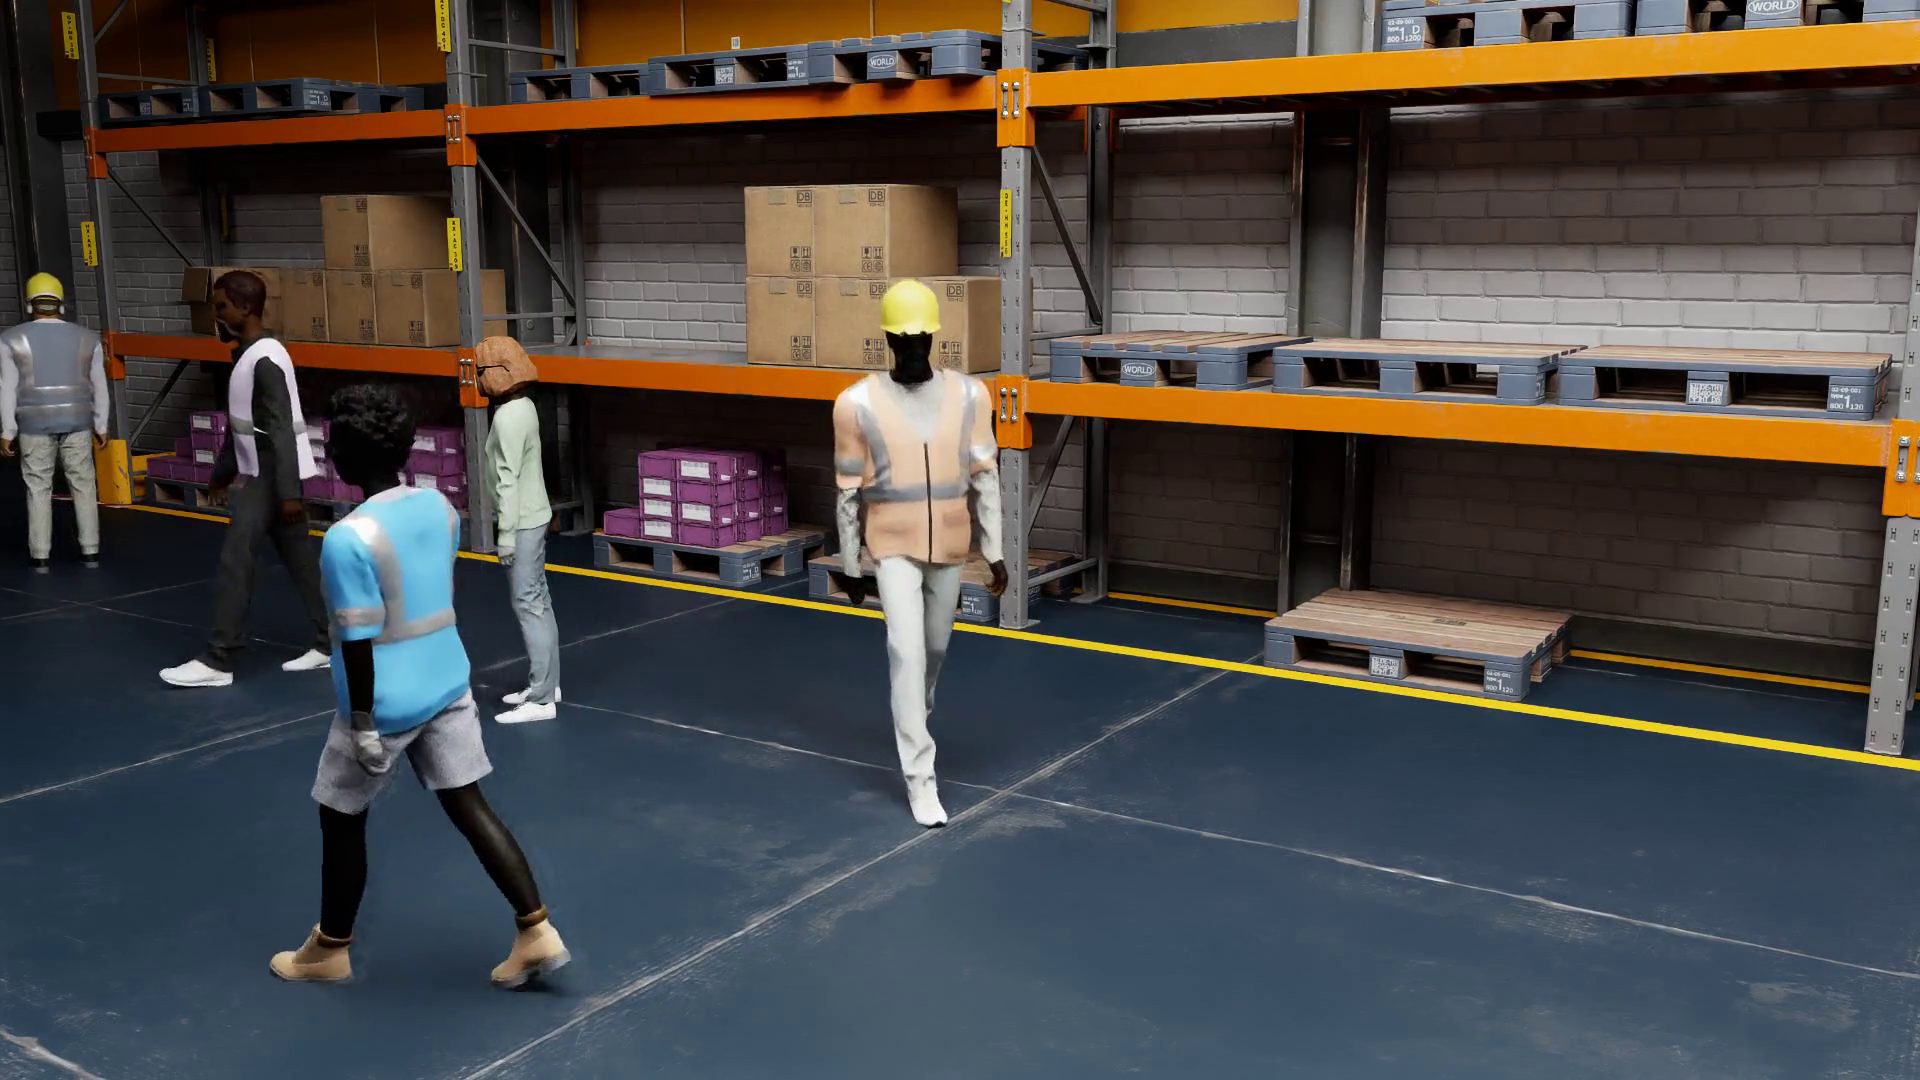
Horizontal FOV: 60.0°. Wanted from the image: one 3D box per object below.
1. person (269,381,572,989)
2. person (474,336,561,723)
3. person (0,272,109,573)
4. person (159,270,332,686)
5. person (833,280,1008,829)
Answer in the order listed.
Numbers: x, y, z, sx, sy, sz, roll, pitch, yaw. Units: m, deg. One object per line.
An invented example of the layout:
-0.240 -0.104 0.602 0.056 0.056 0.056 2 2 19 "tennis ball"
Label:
-1.453 0.409 4.416 0.847 1.662 0.530 3 11 19 "person"
-1.877 -0.046 7.045 0.288 1.626 0.497 -1 10 -8 "person"
-5.537 -0.712 10.173 0.619 1.829 0.404 -9 13 -40 "person"
-3.280 -0.274 7.599 0.931 1.882 0.608 -5 11 -24 "person"
-0.167 -0.002 6.062 0.585 1.891 0.955 -4 11 -19 "person"
